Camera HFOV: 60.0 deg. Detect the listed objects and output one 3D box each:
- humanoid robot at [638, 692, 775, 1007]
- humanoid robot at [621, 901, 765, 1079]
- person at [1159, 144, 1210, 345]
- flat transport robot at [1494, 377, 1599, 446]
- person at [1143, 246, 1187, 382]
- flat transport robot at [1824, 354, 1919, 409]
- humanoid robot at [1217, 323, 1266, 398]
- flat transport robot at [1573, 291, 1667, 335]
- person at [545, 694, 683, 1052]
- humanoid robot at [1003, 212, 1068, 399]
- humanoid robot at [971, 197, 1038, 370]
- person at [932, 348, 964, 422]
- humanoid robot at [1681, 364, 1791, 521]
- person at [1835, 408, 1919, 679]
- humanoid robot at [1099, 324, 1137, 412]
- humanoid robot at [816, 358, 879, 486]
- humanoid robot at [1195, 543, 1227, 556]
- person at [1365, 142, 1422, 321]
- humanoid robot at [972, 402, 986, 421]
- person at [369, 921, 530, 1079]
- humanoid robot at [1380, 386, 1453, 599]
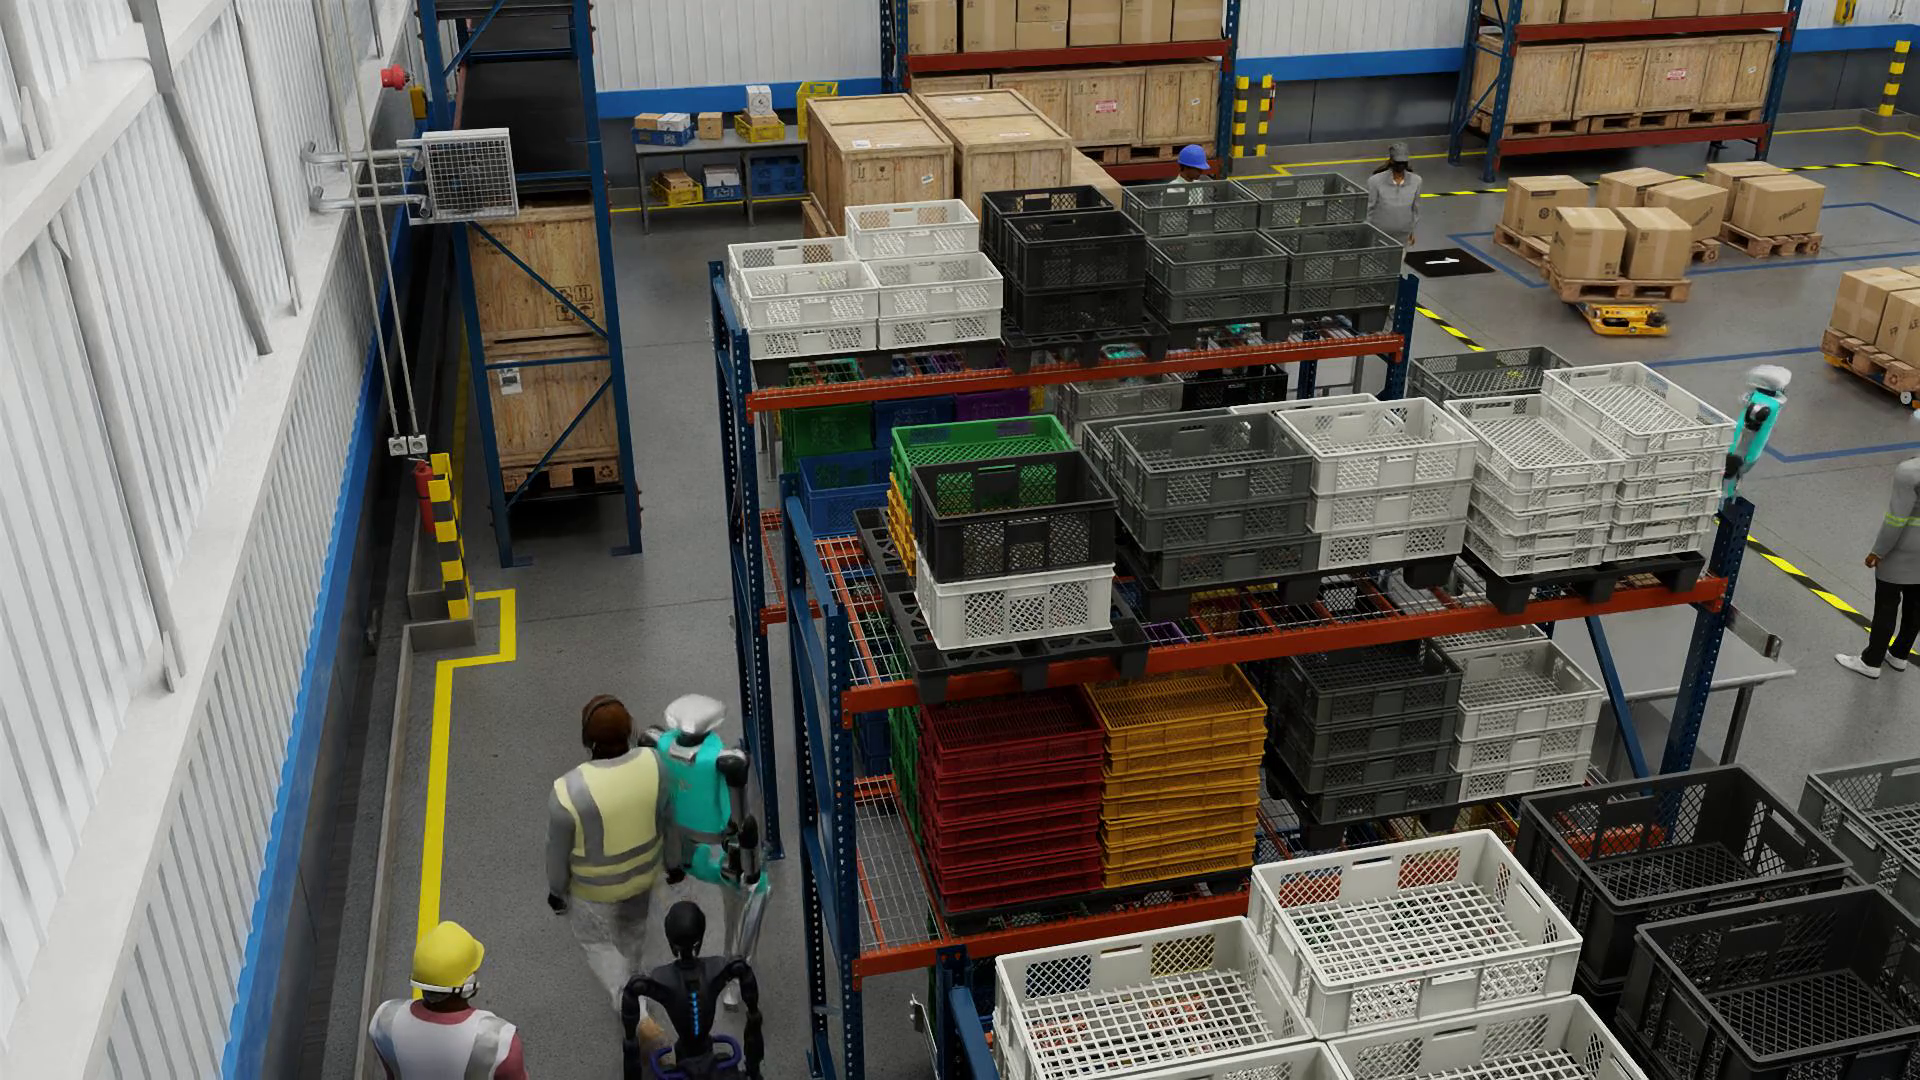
[{"bbox_3d":[-1.073,1.414,7.833,0.530,1.837,0.736,11,30,20],"label":"humanoid robot"},{"bbox_3d":[-1.054,2.107,6.555,0.586,1.637,0.627,-9,29,-17],"label":"humanoid robot"},{"bbox_3d":[2.052,-2.691,15.365,0.412,1.939,0.602,20,34,33],"label":"person"},{"bbox_3d":[4.780,-1.036,14.013,0.659,0.231,1.431,-6,28,-12],"label":"flat transport robot"},{"bbox_3d":[1.590,-1.313,12.654,0.403,2.036,0.598,10,29,18],"label":"person"},{"bbox_3d":[8.473,-1.467,14.800,0.652,0.197,1.431,-6,28,-12],"label":"flat transport robot"},{"bbox_3d":[2.319,-1.330,13.038,0.755,1.828,0.542,10,30,19],"label":"humanoid robot"},{"bbox_3d":[6.473,-2.383,16.538,0.652,0.197,1.431,1,28,2],"label":"flat transport robot"},{"bbox_3d":[-1.548,1.501,7.533,0.638,1.818,0.719,-21,34,-34],"label":"person"},{"bbox_3d":[0.613,-1.956,14.178,1.008,1.734,0.539,-9,29,-17],"label":"humanoid robot"},{"bbox_3d":[0.362,-2.285,14.934,0.800,1.634,0.601,-5,28,-10],"label":"humanoid robot"},{"bbox_3d":[0.010,-0.616,11.506,0.598,1.861,0.566,-2,28,-4],"label":"person"},{"bbox_3d":[4.991,-0.389,11.211,0.787,1.760,0.547,18,33,31],"label":"humanoid robot"},{"bbox_3d":[5.902,0.008,10.334,0.589,1.852,0.365,-10,29,-18],"label":"person"},{"bbox_3d":[1.334,-0.712,11.840,0.951,1.735,0.542,-3,28,-5],"label":"humanoid robot"},{"bbox_3d":[-0.910,-0.824,12.151,0.782,1.891,0.546,-3,28,-6],"label":"humanoid robot"},{"bbox_3d":[1.692,-0.208,10.970,0.780,1.621,0.601,17,32,29],"label":"humanoid robot"},{"bbox_3d":[4.139,-2.965,16.064,0.564,1.766,0.397,-3,28,-5],"label":"person"},{"bbox_3d":[0.216,-0.246,11.001,0.596,1.638,0.401,6,28,11],"label":"humanoid robot"},{"bbox_3d":[-1.833,2.187,6.234,0.584,1.824,0.405,5,28,10],"label":"person"},{"bbox_3d":[3.160,-0.285,11.133,0.610,1.642,0.589,20,34,33],"label":"humanoid robot"}]
